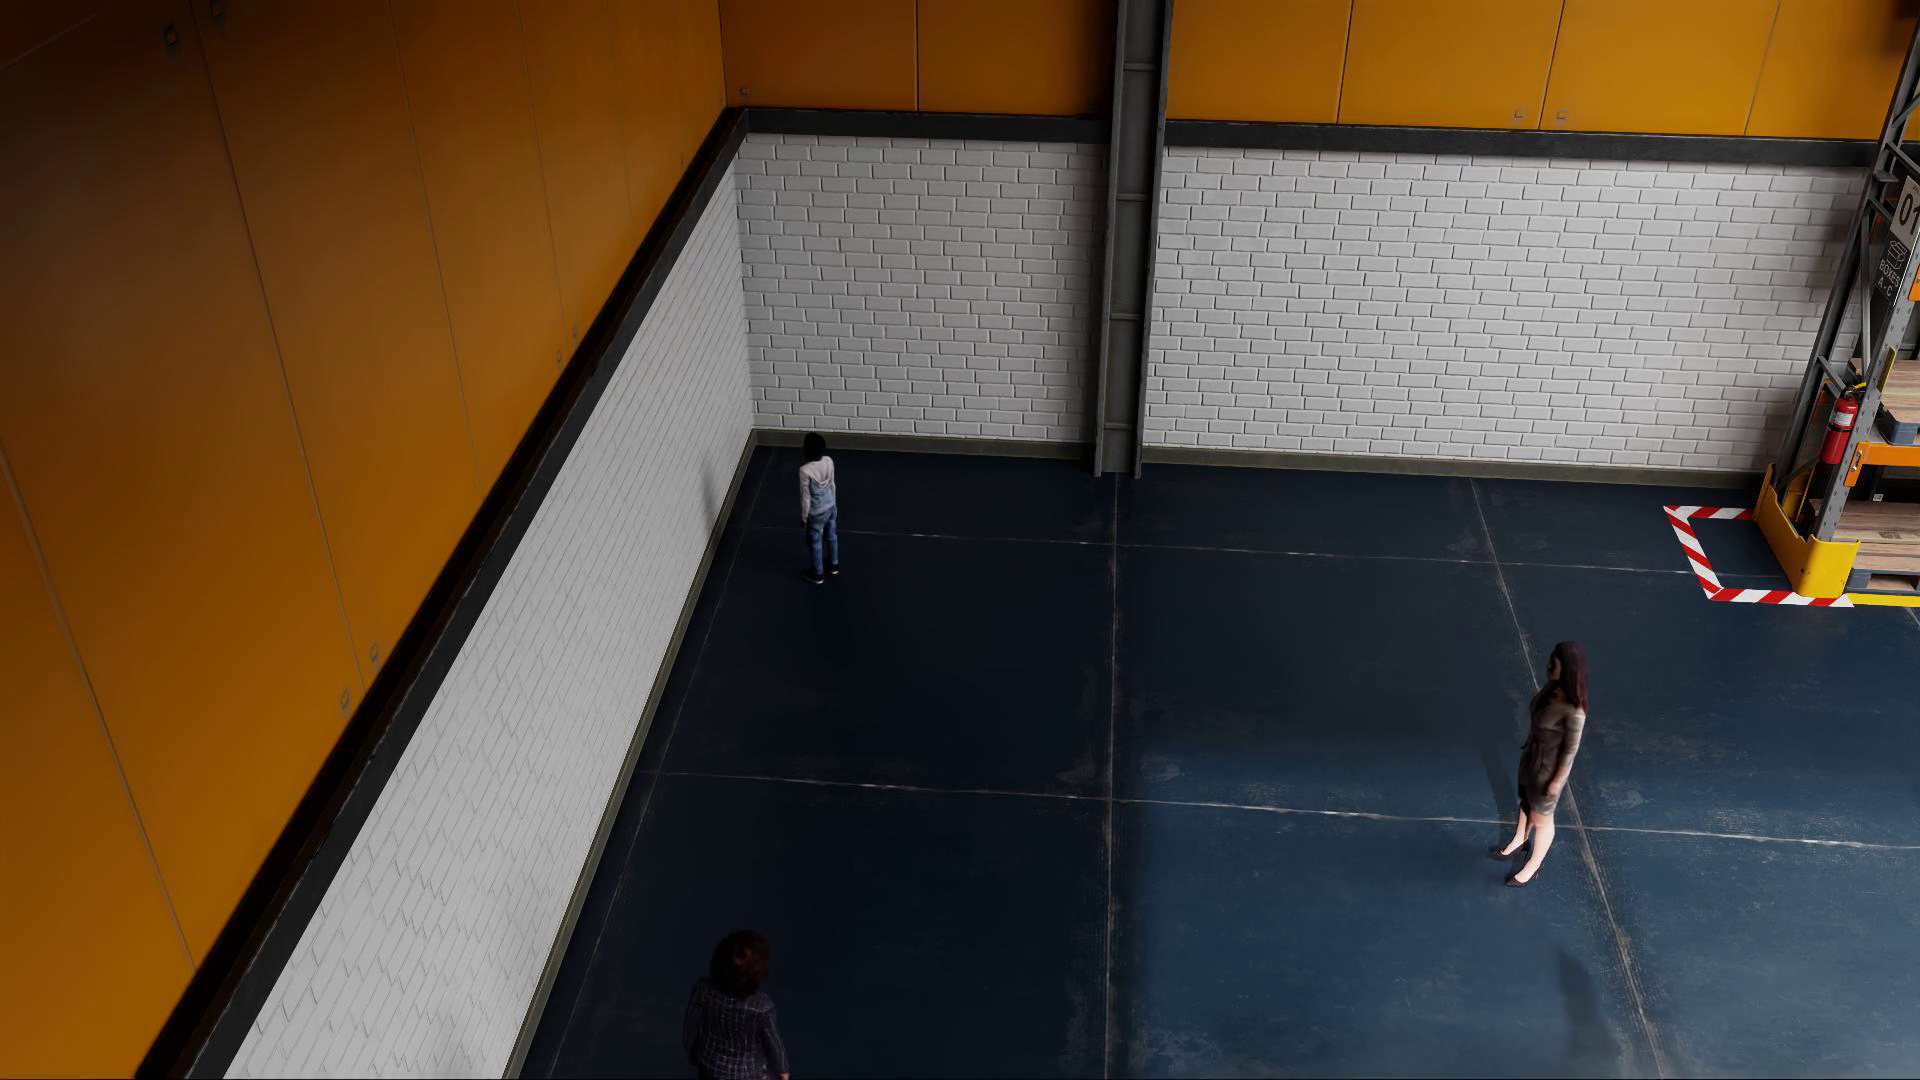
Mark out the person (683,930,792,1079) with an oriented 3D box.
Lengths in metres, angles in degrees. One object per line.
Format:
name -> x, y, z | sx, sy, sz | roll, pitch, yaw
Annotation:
person -> -1.101, 2.556, 8.003 | 0.608, 1.681, 0.783 | 2, 34, 4

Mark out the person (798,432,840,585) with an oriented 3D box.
person -> -1.078, -0.255, 12.613 | 0.562, 1.260, 0.618 | -28, 43, -35

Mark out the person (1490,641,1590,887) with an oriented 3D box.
person -> 3.454, 1.315, 9.812 | 0.551, 1.746, 0.628 | -2, 34, -3
